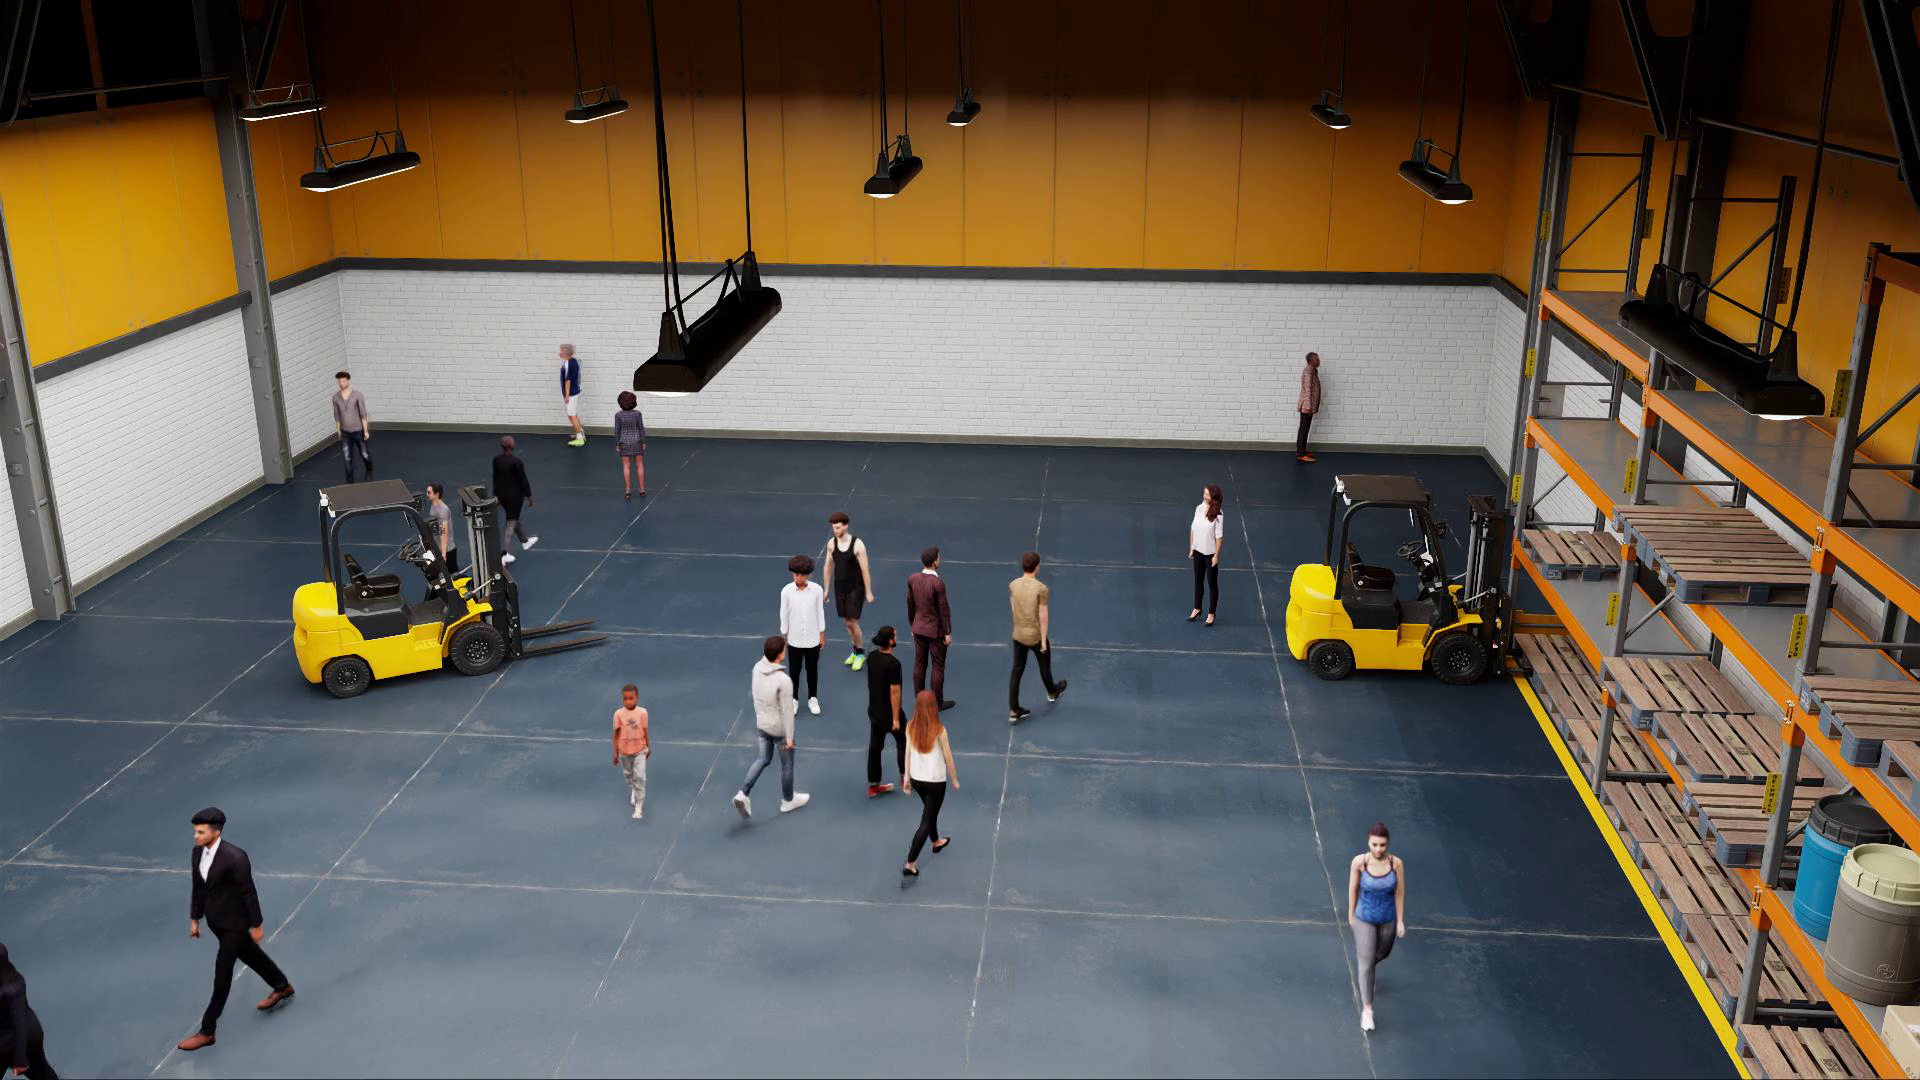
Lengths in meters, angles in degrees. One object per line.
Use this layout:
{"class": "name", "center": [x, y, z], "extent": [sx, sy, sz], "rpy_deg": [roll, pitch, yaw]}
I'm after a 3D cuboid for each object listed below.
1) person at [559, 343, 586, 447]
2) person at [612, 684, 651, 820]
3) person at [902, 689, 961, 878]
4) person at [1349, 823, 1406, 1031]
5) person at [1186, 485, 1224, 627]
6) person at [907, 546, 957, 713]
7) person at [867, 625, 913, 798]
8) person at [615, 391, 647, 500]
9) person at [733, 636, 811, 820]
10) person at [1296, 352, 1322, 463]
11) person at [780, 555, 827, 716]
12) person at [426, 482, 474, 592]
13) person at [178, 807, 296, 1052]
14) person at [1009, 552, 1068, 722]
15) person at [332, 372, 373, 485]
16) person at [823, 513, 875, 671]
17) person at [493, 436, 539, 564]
{"class": "person", "center": [-6.629, -2.493, 28.433], "extent": [0.848, 1.807, 0.538], "rpy_deg": [2, 19, 7]}
{"class": "person", "center": [-3.149, 1.978, 15.976], "extent": [0.577, 1.284, 0.907], "rpy_deg": [-1, 19, -4]}
{"class": "person", "center": [-0.317, 2.188, 14.726], "extent": [0.937, 1.684, 1.182], "rpy_deg": [12, 22, 32]}
{"class": "person", "center": [3.201, 2.892, 12.797], "extent": [0.564, 1.581, 1.017], "rpy_deg": [1, 19, 4]}
{"class": "person", "center": [3.051, 0.172, 20.534], "extent": [0.728, 1.798, 0.681], "rpy_deg": [-17, 25, -41]}
{"class": "person", "center": [-0.326, 0.961, 18.087], "extent": [0.784, 1.865, 0.778], "rpy_deg": [12, 22, 32]}
{"class": "person", "center": [-0.781, 1.690, 16.118], "extent": [1.003, 1.741, 0.934], "rpy_deg": [-16, 25, -40]}
{"class": "person", "center": [-5.052, -1.458, 25.526], "extent": [0.678, 1.701, 0.650], "rpy_deg": [-4, 19, -12]}
{"class": "person", "center": [-1.828, 1.789, 15.679], "extent": [1.060, 1.833, 1.204], "rpy_deg": [15, 24, 38]}
{"class": "person", "center": [5.773, -2.242, 27.687], "extent": [0.774, 1.808, 0.583], "rpy_deg": [4, 19, 13]}
{"class": "person", "center": [-1.697, 1.018, 18.009], "extent": [0.684, 1.807, 0.626], "rpy_deg": [-3, 19, -9]}
{"class": "person", "center": [-6.377, 0.111, 20.812], "extent": [1.136, 1.736, 1.094], "rpy_deg": [-15, 23, -37]}
{"class": "person", "center": [-5.438, 2.840, 12.571], "extent": [1.108, 1.824, 1.345], "rpy_deg": [12, 22, 31]}
{"class": "person", "center": [0.675, 1.072, 17.845], "extent": [1.069, 1.809, 1.284], "rpy_deg": [14, 23, 35]}
{"class": "person", "center": [-9.450, -1.712, 26.005], "extent": [0.827, 1.878, 1.231], "rpy_deg": [-2, 19, -4]}
{"class": "person", "center": [-1.236, 0.543, 19.318], "extent": [0.828, 1.871, 0.844], "rpy_deg": [9, 21, 26]}
{"class": "person", "center": [-6.191, -0.519, 22.721], "extent": [0.945, 1.712, 1.251], "rpy_deg": [9, 21, 24]}
